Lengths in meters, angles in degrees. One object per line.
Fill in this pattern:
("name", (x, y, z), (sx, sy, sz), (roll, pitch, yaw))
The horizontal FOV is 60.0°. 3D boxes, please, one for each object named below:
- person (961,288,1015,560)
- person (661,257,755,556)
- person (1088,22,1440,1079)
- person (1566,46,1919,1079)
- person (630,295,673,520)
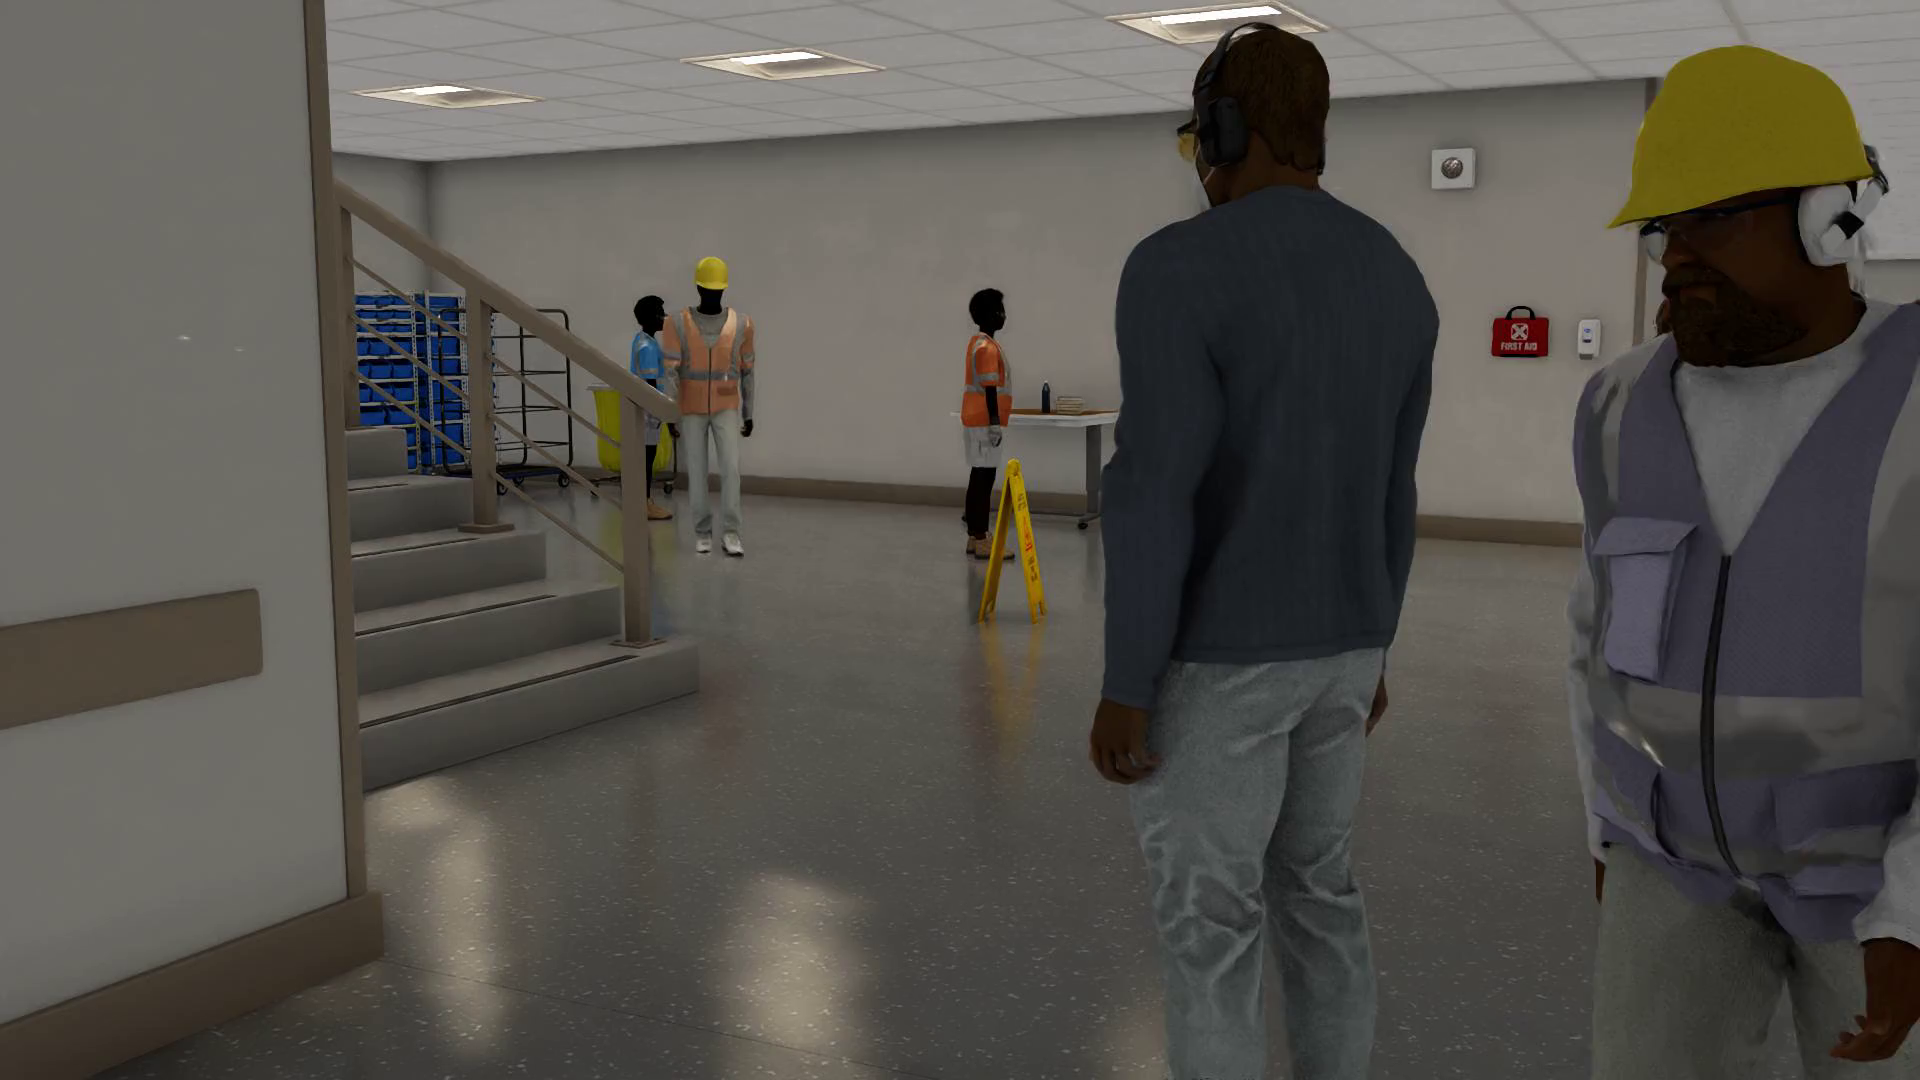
("person", (0.171, -0.726, 10.446), (0.318, 1.699, 0.532), (-1, 7, -9))
("person", (-1.584, -0.834, 10.547), (0.597, 1.893, 0.734), (-2, 8, -12))
("person", (0.469, 0.186, 2.567), (0.636, 1.929, 0.370), (-6, 9, -38))
("person", (0.907, 0.349, 1.898), (0.945, 1.770, 0.577), (-7, 10, -42))
("person", (-2.334, -0.986, 12.496), (0.320, 1.690, 0.535), (-2, 8, -16))
